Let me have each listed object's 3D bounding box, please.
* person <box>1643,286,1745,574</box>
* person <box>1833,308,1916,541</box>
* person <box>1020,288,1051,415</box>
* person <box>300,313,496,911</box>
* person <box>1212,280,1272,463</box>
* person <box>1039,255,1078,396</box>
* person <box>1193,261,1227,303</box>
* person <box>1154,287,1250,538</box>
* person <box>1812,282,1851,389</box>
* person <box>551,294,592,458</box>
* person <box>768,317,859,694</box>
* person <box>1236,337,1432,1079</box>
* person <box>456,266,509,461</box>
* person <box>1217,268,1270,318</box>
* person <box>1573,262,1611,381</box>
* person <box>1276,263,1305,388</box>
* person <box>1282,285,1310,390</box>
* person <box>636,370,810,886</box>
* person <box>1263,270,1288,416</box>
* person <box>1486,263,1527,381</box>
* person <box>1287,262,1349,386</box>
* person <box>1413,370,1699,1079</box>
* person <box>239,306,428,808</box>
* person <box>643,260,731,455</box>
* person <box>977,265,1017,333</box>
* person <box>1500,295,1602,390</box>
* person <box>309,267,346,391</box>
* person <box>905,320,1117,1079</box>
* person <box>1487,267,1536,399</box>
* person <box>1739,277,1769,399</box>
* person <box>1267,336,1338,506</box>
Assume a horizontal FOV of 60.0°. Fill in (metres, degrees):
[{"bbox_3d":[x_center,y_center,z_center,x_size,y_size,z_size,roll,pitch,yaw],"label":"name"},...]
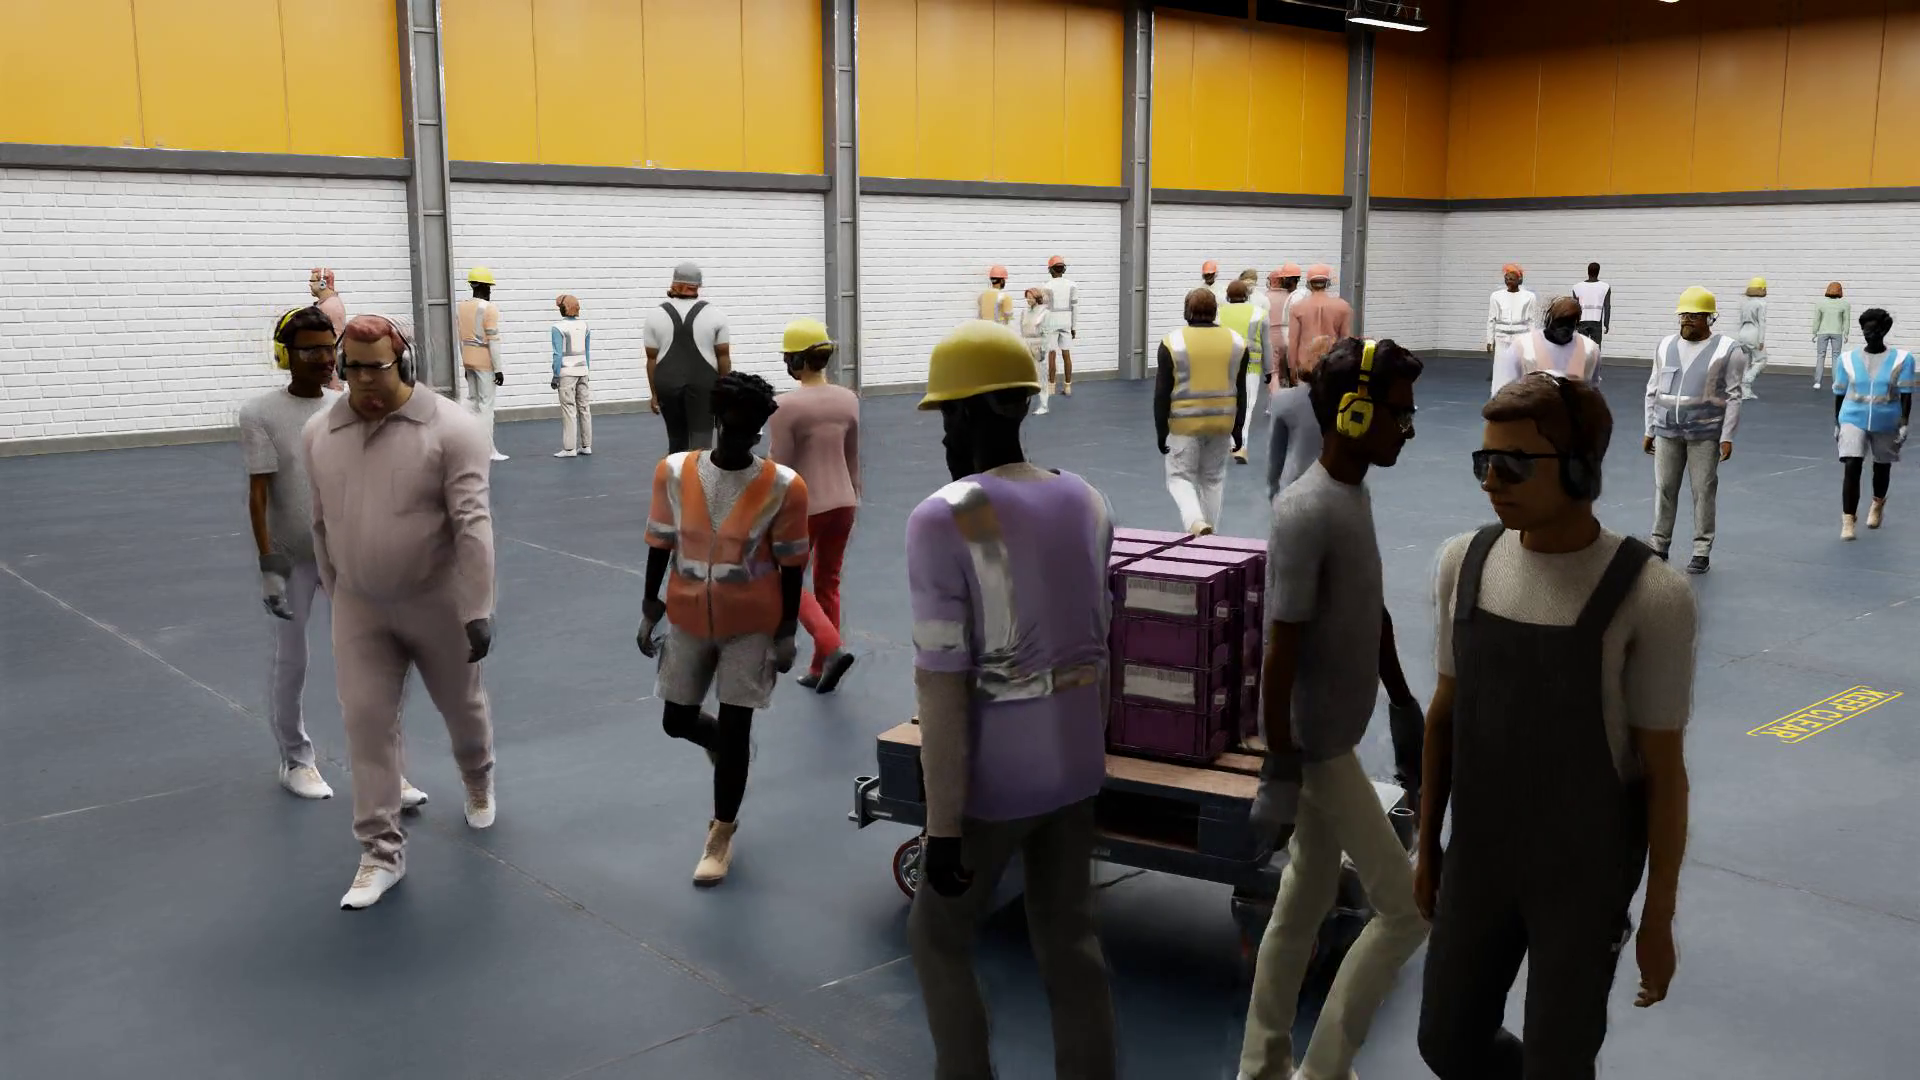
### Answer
[{"bbox_3d":[4.672,-0.705,10.674,0.404,1.832,0.598,-9,13,-44],"label":"person"},{"bbox_3d":[6.608,-0.850,12.050,0.528,1.666,0.803,6,11,30],"label":"person"},{"bbox_3d":[0.904,-2.382,21.131,0.518,1.619,0.624,8,13,40],"label":"person"},{"bbox_3d":[-1.808,0.174,5.506,0.650,1.862,0.966,0,10,2],"label":"person"},{"bbox_3d":[2.738,-1.658,16.418,0.640,1.802,0.946,3,10,19],"label":"person"},{"bbox_3d":[1.405,-3.101,24.096,0.608,2.042,0.375,-4,10,-20],"label":"person"},{"bbox_3d":[3.727,-3.171,24.796,0.610,1.938,1.025,2,10,11],"label":"person"},{"bbox_3d":[1.582,-0.725,10.832,0.636,1.828,0.621,-2,10,-10],"label":"person"},{"bbox_3d":[13.290,-3.120,25.394,0.508,1.632,0.270,5,11,29],"label":"person"},{"bbox_3d":[-3.913,-1.648,16.762,0.307,1.640,0.519,5,11,28],"label":"person"},{"bbox_3d":[-0.633,-0.136,7.592,0.527,1.752,0.478,-9,13,-41],"label":"person"},{"bbox_3d":[0.885,0.475,3.748,0.577,1.837,0.508,3,10,18],"label":"person"},{"bbox_3d":[-4.722,-1.736,16.455,0.589,1.922,0.390,8,13,40],"label":"person"},{"bbox_3d":[3.364,-2.308,19.956,0.663,1.883,0.896,0,10,-1],"label":"person"},{"bbox_3d":[10.223,-3.531,26.969,0.597,1.918,0.383,4,11,24],"label":"person"},{"bbox_3d":[4.090,-2.456,20.621,0.379,1.937,0.548,1,10,3],"label":"person"},{"bbox_3d":[5.014,-3.243,25.304,0.615,1.925,0.758,1,10,8],"label":"person"},{"bbox_3d":[-0.753,0.259,5.486,0.580,1.665,0.560,2,10,11],"label":"person"},{"bbox_3d":[3.937,-2.421,20.699,0.652,1.856,1.032,-1,10,-5],"label":"person"},{"bbox_3d":[8.782,-3.484,26.730,0.545,1.914,0.720,8,13,40],"label":"person"},{"bbox_3d":[3.534,-1.748,16.384,0.624,1.974,0.832,1,10,6],"label":"person"},{"bbox_3d":[1.109,0.599,3.068,0.627,1.830,0.539,-8,12,-38],"label":"person"},{"bbox_3d":[-2.292,0.091,6.009,0.852,1.838,0.521,9,13,42],"label":"person"},{"bbox_3d":[-2.188,-1.263,13.335,0.691,2.000,0.906,0,10,0],"label":"person"},{"bbox_3d":[0.558,-2.666,21.971,0.948,1.894,0.559,-9,13,-42],"label":"person"},{"bbox_3d":[3.743,-0.665,10.617,0.685,1.780,0.999,0,10,3],"label":"person"},{"bbox_3d":[-6.294,-1.745,16.546,0.407,1.910,0.639,-3,10,-18],"label":"person"},{"bbox_3d":[0.109,0.490,3.542,0.616,1.885,0.610,-10,14,-44],"label":"person"},{"bbox_3d":[7.102,-2.573,21.463,0.585,1.881,0.337,3,10,19],"label":"person"},{"bbox_3d":[11.160,-2.832,23.417,0.406,1.734,0.506,-3,10,-18],"label":"person"},{"bbox_3d":[1.853,-0.253,8.675,0.515,1.611,0.661,3,10,18],"label":"person"}]
